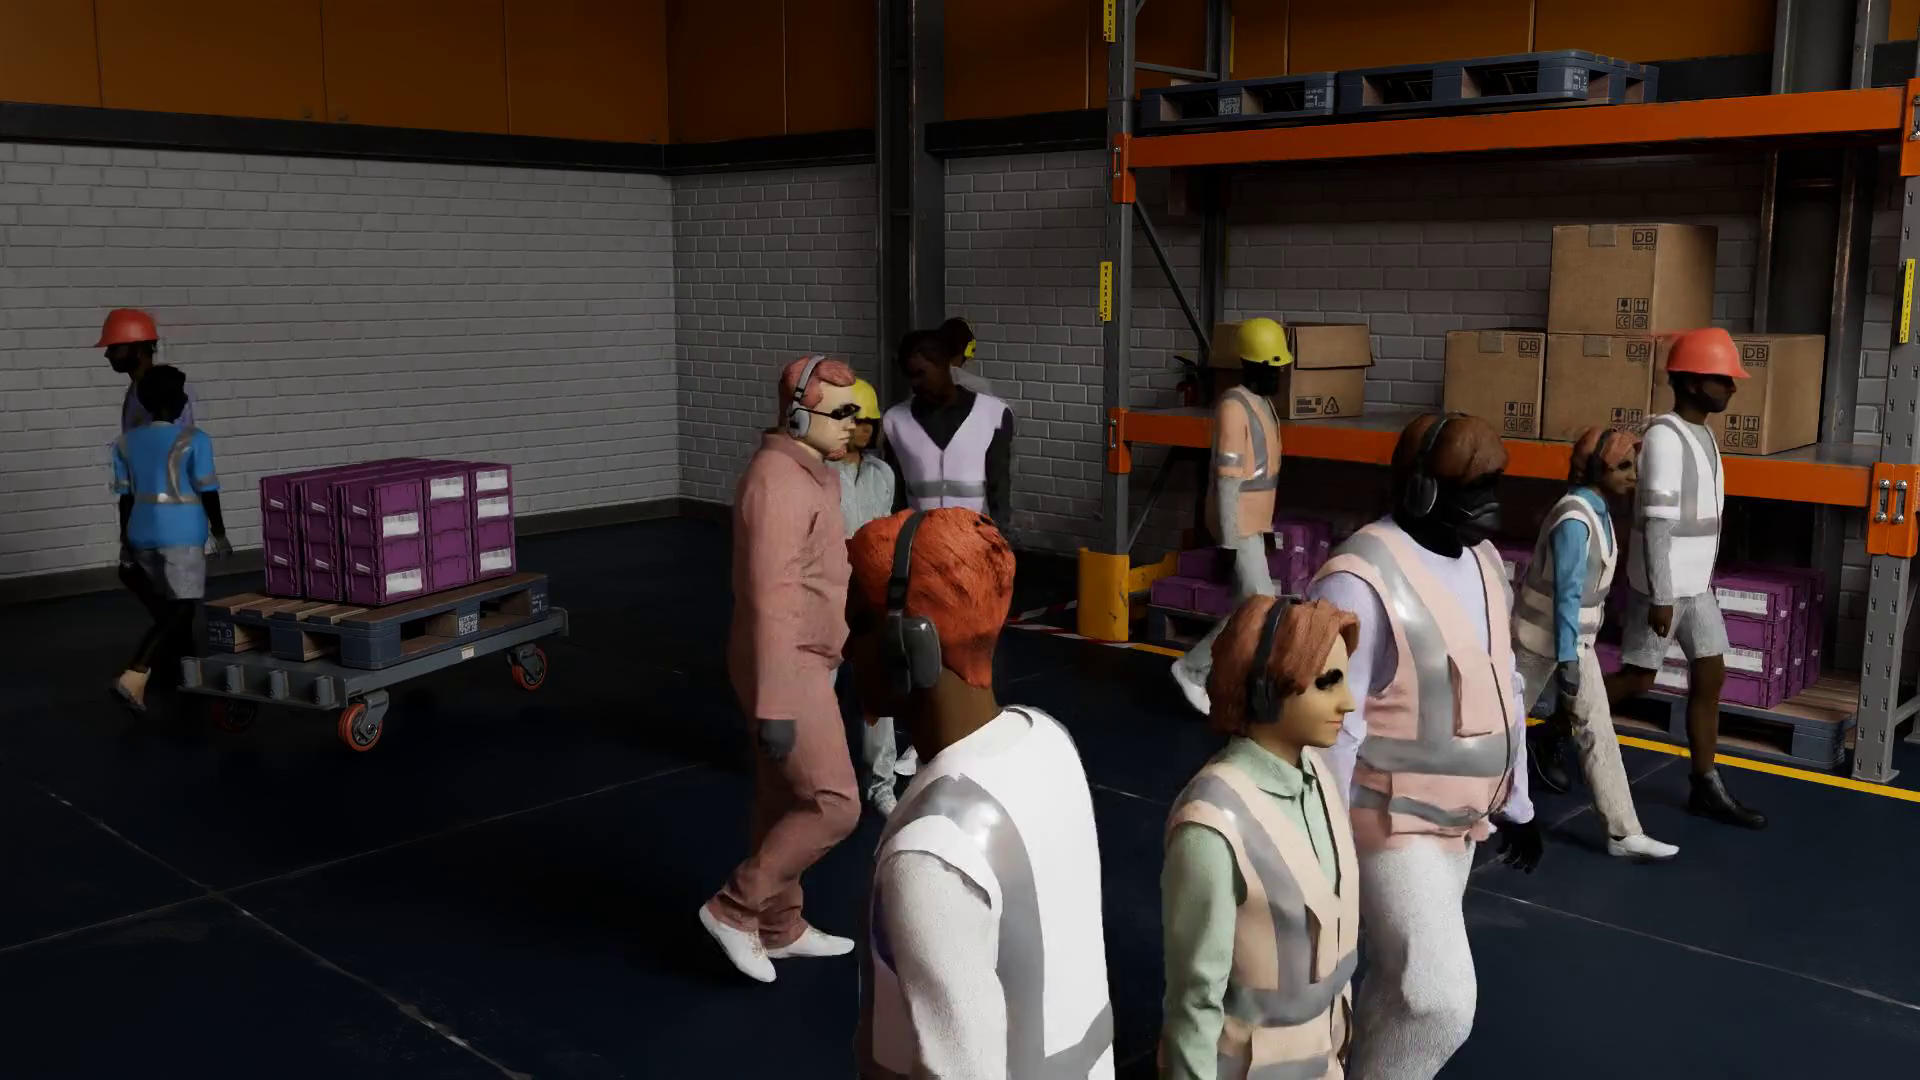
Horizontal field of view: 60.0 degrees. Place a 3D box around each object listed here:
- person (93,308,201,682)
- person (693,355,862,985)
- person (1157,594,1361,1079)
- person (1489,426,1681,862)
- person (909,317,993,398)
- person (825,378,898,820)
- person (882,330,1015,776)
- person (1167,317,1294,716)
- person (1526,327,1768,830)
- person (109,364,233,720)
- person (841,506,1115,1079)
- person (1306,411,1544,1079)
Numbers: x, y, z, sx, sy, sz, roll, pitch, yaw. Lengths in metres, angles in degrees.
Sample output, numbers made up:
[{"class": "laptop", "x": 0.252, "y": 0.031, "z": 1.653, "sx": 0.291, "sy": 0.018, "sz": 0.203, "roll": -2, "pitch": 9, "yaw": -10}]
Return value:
[{"class": "person", "x": -4.140, "y": -0.210, "z": 8.467, "sx": 0.473, "sy": 1.917, "sz": 0.581, "roll": -7, "pitch": 12, "yaw": -37}, {"class": "person", "x": -0.503, "y": 0.399, "z": 4.897, "sx": 0.446, "sy": 1.882, "sz": 0.770, "roll": -1, "pitch": 9, "yaw": -9}, {"class": "person", "x": 0.413, "y": 0.877, "z": 2.703, "sx": 0.533, "sy": 1.627, "sz": 0.521, "roll": 6, "pitch": 11, "yaw": 32}, {"class": "person", "x": 2.152, "y": 0.363, "z": 6.017, "sx": 0.897, "sy": 1.571, "sz": 0.512, "roll": 7, "pitch": 11, "yaw": 36}, {"class": "person", "x": -0.068, "y": -0.350, "z": 9.543, "sx": 0.539, "sy": 1.849, "sz": 0.473, "roll": 2, "pitch": 9, "yaw": 10}, {"class": "person", "x": -0.475, "y": 0.215, "z": 6.485, "sx": 0.490, "sy": 1.714, "sz": 0.782, "roll": -7, "pitch": 12, "yaw": -37}, {"class": "person", "x": -0.070, "y": 0.059, "z": 7.013, "sx": 0.578, "sy": 1.863, "sz": 0.867, "roll": 2, "pitch": 9, "yaw": 11}, {"class": "person", "x": 1.296, "y": -0.071, "z": 7.678, "sx": 0.478, "sy": 1.901, "sz": 0.597, "roll": 3, "pitch": 10, "yaw": 18}, {"class": "person", "x": 2.677, "y": 0.129, "z": 6.445, "sx": 0.879, "sy": 1.915, "sz": 0.556, "roll": 9, "pitch": 13, "yaw": 43}, {"class": "person", "x": -3.832, "y": 0.001, "z": 7.930, "sx": 0.525, "sy": 1.669, "sz": 0.777, "roll": 3, "pitch": 10, "yaw": 20}, {"class": "person", "x": 0.038, "y": 0.862, "z": 2.204, "sx": 1.032, "sy": 1.833, "sz": 0.556, "roll": 4, "pitch": 10, "yaw": 23}, {"class": "person", "x": 1.006, "y": 0.622, "z": 3.663, "sx": 0.451, "sy": 1.821, "sz": 0.621, "roll": 8, "pitch": 12, "yaw": 40}]
